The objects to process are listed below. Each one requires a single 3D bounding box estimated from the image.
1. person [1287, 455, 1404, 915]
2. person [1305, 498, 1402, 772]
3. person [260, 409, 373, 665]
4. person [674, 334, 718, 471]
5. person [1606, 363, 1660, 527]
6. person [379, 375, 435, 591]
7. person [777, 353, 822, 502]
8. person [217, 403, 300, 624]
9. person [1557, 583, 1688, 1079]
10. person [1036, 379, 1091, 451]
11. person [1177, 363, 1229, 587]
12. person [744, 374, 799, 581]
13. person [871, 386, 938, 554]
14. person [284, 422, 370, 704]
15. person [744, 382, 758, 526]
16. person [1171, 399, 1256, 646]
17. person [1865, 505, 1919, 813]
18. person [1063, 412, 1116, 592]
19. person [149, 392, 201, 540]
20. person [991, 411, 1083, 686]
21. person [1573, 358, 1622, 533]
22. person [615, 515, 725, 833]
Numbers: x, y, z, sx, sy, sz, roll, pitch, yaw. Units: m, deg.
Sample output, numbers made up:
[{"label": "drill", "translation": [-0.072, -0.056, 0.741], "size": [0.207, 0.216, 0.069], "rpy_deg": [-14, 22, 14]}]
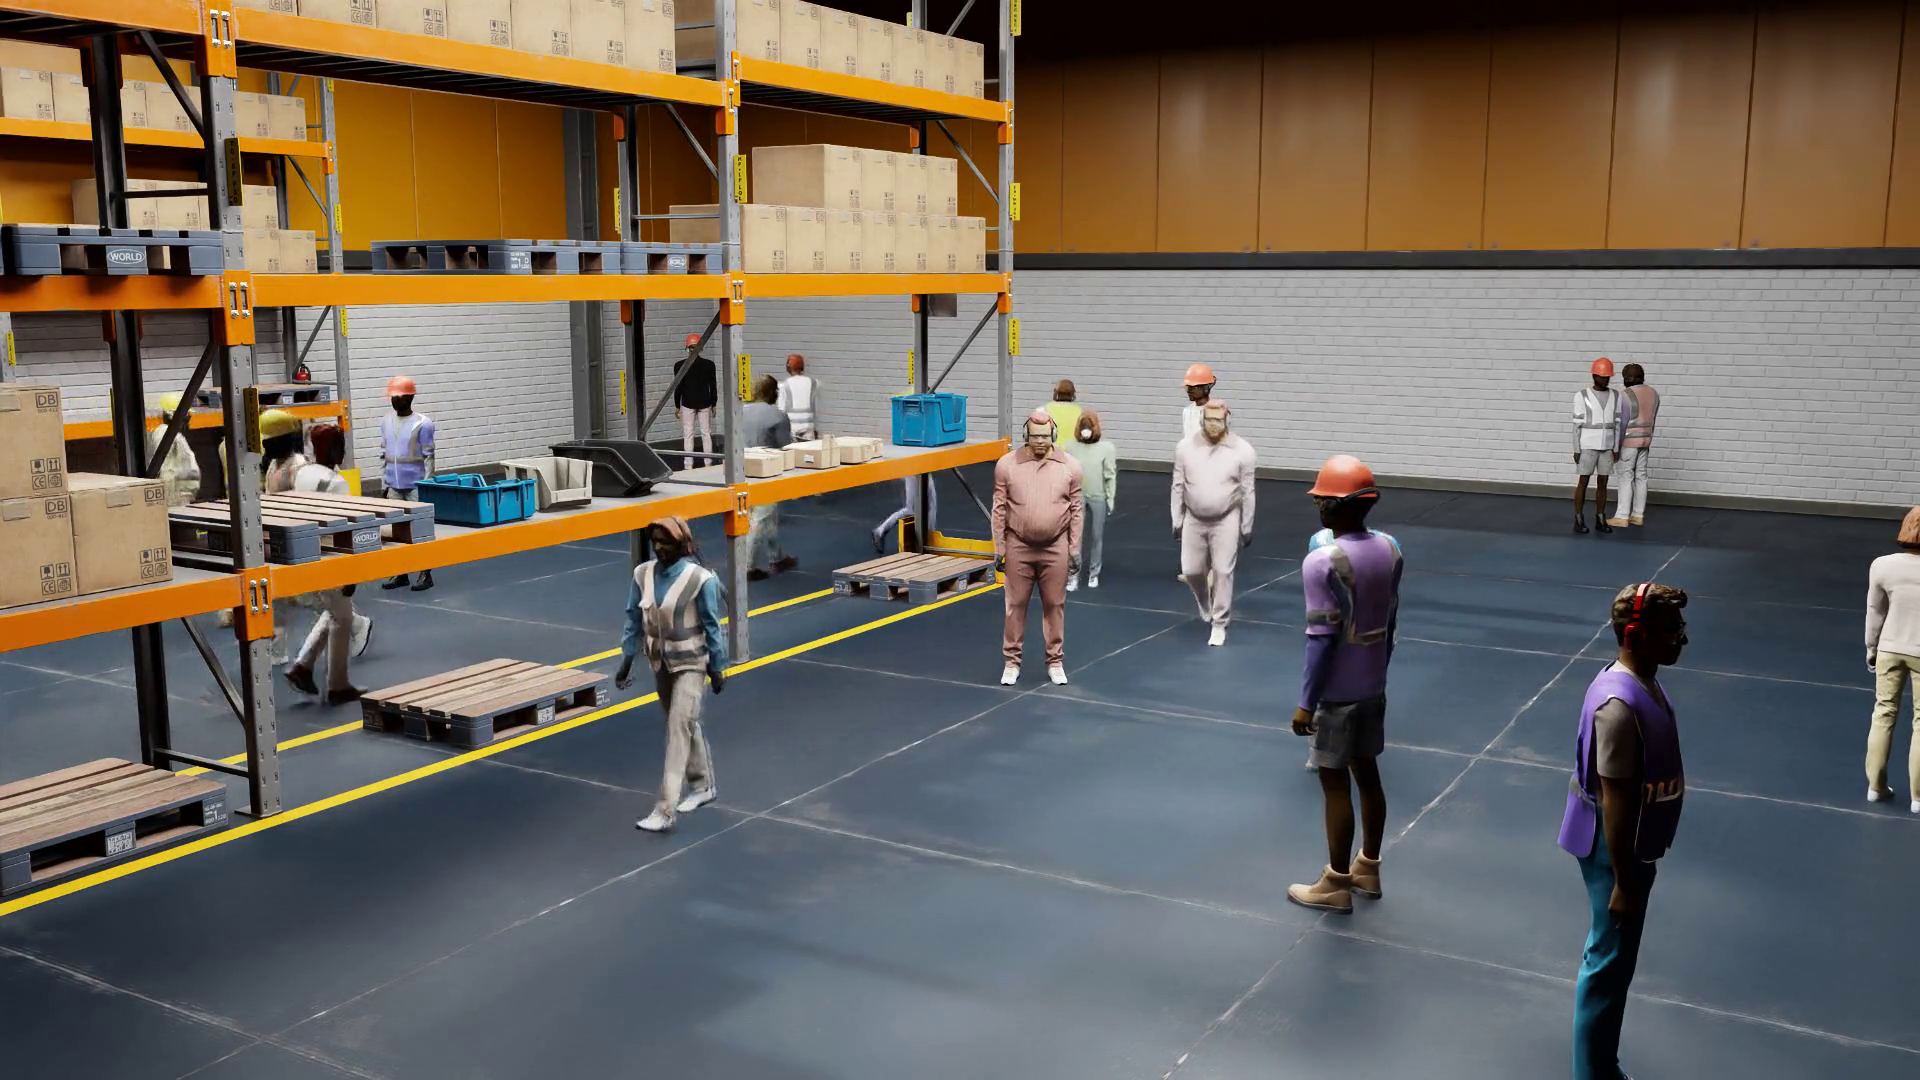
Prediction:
[{"label": "person", "translation": [1.693, 0.641, 7.413], "size": [0.609, 2.044, 0.396], "rpy_deg": [-8, 12, -41]}, {"label": "person", "translation": [2.211, 0.498, 9.425], "size": [0.550, 1.675, 0.609], "rpy_deg": [3, 10, 20]}, {"label": "person", "translation": [-4.750, -0.017, 12.032], "size": [0.800, 1.891, 0.603], "rpy_deg": [-7, 11, -37]}, {"label": "person", "translation": [-3.722, -1.900, 23.424], "size": [0.615, 1.994, 0.381], "rpy_deg": [-3, 10, -20]}, {"label": "person", "translation": [7.531, -1.062, 18.691], "size": [0.622, 1.838, 0.429], "rpy_deg": [-5, 11, -30]}, {"label": "person", "translation": [-4.969, -0.511, 14.922], "size": [0.543, 1.942, 0.350], "rpy_deg": [3, 9, 16]}, {"label": "person", "translation": [-1.978, -1.386, 20.654], "size": [0.577, 1.861, 0.841], "rpy_deg": [-4, 10, -22]}, {"label": "person", "translation": [-5.756, -0.225, 13.622], "size": [0.649, 1.793, 0.976], "rpy_deg": [5, 10, 28]}, {"label": "person", "translation": [2.188, 1.045, 5.500], "size": [0.389, 1.846, 0.567], "rpy_deg": [4, 10, 26]}, {"label": "person", "translation": [0.987, -0.654, 16.213], "size": [0.658, 1.816, 0.442], "rpy_deg": [0, 9, 0]}, {"label": "person", "translation": [2.179, -0.582, 15.104], "size": [0.423, 2.035, 0.601], "rpy_deg": [-5, 10, -28]}, {"label": "person", "translation": [-1.728, -0.587, 15.538], "size": [0.647, 1.899, 0.927], "rpy_deg": [9, 13, 43]}, {"label": "person", "translation": [-0.489, -0.678, 16.591], "size": [0.729, 1.742, 0.529], "rpy_deg": [2, 9, 15]}, {"label": "person", "translation": [-4.159, 0.160, 10.943], "size": [0.603, 1.872, 0.455], "rpy_deg": [8, 12, 39]}, {"label": "person", "translation": [-2.304, -0.953, 18.662], "size": [0.529, 1.623, 0.415], "rpy_deg": [8, 12, 39]}, {"label": "person", "translation": [1.969, -0.159, 12.878], "size": [0.660, 1.893, 0.629], "rpy_deg": [3, 10, 20]}, {"label": "person", "translation": [5.057, 0.624, 8.829], "size": [0.273, 1.629, 0.502], "rpy_deg": [-7, 11, -37]}, {"label": "person", "translation": [1.137, -0.331, 14.831], "size": [0.510, 1.599, 0.769], "rpy_deg": [2, 9, 13]}, {"label": "person", "translation": [-6.852, -0.383, 14.521], "size": [0.458, 1.810, 0.604], "rpy_deg": [-3, 10, -20]}, {"label": "person", "translation": [0.535, 0.061, 11.477], "size": [0.639, 1.903, 0.409], "rpy_deg": [0, 9, -1]}, {"label": "person", "translation": [6.983, -1.030, 18.213], "size": [0.539, 1.928, 0.384], "rpy_deg": [-1, 9, -4]}, {"label": "person", "translation": [-1.516, 0.680, 8.526], "size": [0.527, 1.603, 0.803], "rpy_deg": [6, 11, 33]}]
